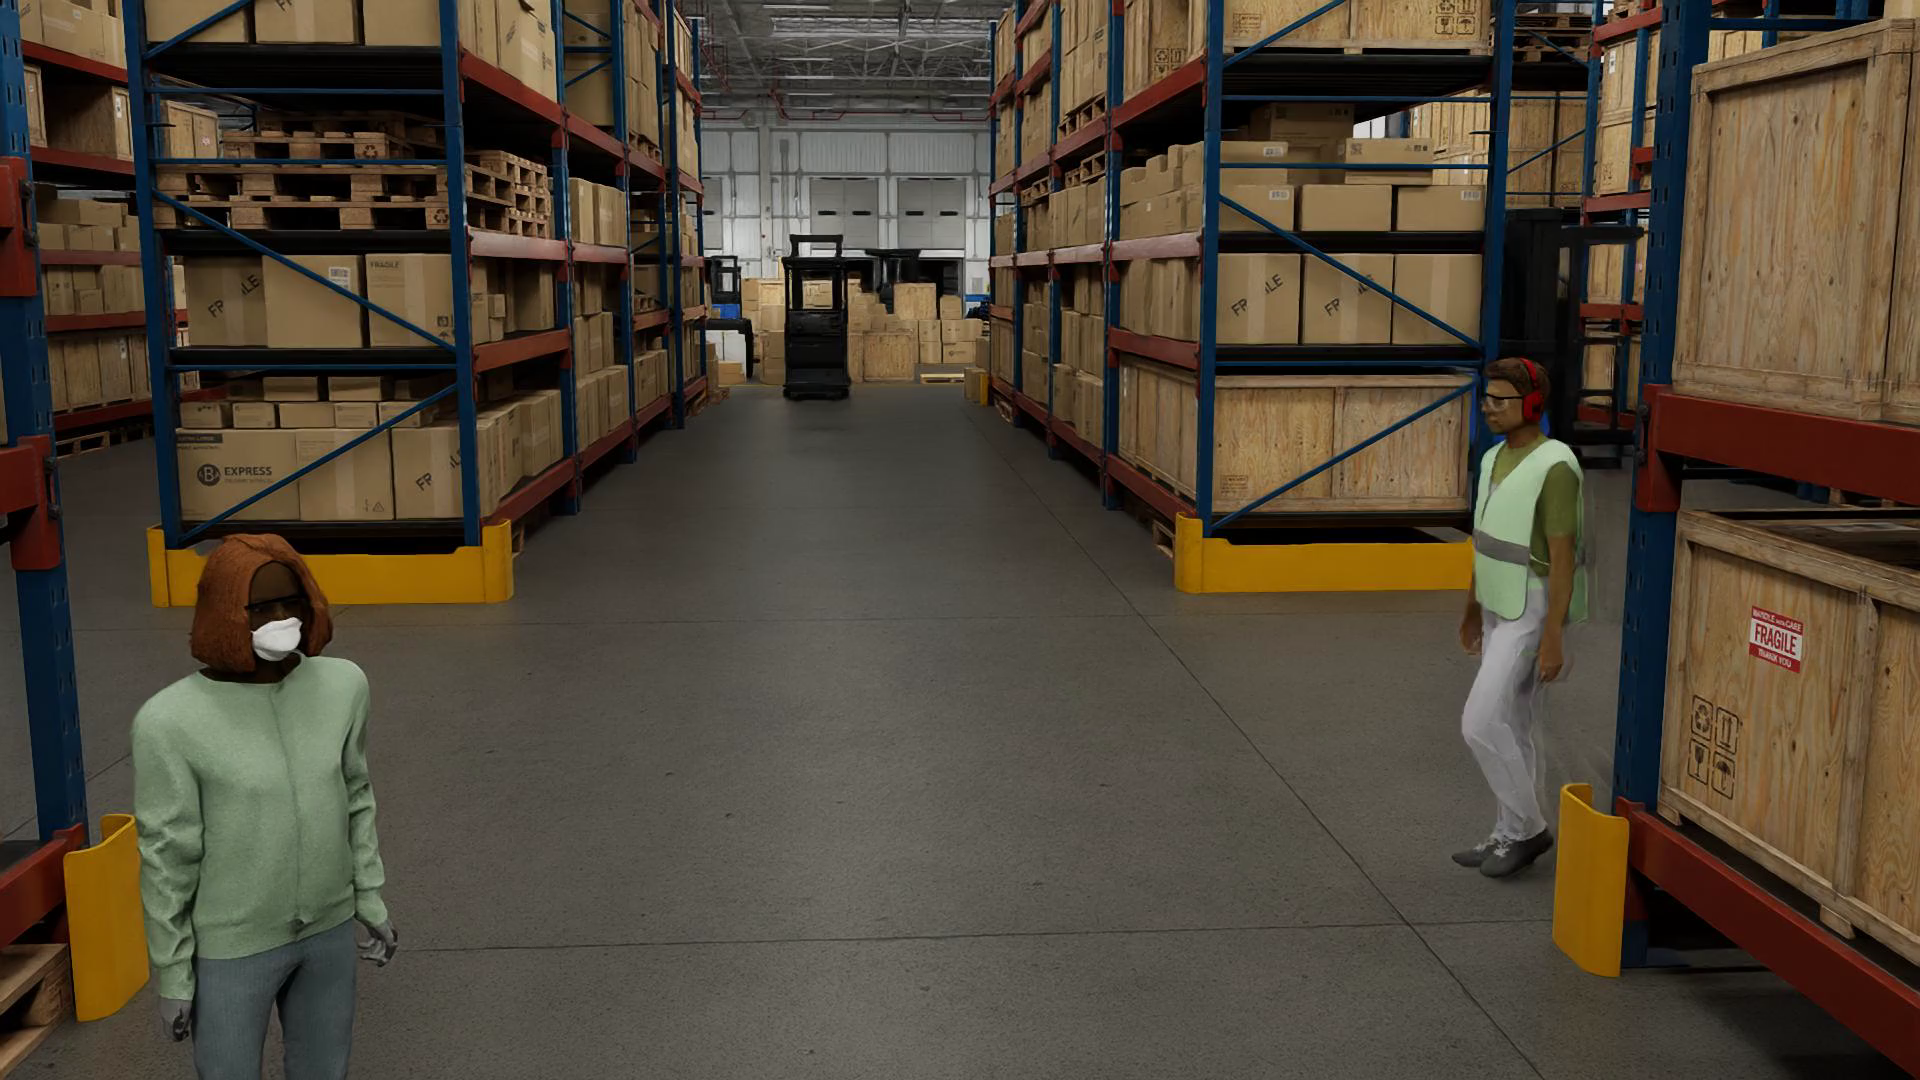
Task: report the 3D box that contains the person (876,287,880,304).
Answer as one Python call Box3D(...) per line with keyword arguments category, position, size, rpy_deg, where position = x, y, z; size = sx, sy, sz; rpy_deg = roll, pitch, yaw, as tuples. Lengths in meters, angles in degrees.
Box3D(category="person", position=(-3.075, -8.712, 62.752), size=(0.321, 1.693, 0.530), rpy_deg=(-3, 10, -18))

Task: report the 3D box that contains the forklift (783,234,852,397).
Box3D(category="forklift", position=(-2.489, -3.952, 29.143), size=(1.129, 2.768, 1.873), rpy_deg=(0, 9, -1))

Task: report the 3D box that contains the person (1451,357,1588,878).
Box3D(category="person", position=(1.932, 0.280, 5.833), size=(0.471, 1.832, 0.594), rpy_deg=(-1, 9, -3))

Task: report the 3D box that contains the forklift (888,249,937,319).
Box3D(category="forklift", position=(-1.524, -6.536, 45.370), size=(1.129, 2.768, 1.873), rpy_deg=(7, 11, 36))

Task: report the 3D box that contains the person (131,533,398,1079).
Box3D(category="person", position=(-1.343, 0.790, 3.269), size=(0.265, 1.632, 0.508), rpy_deg=(6, 11, 33))

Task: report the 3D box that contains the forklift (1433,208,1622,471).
Box3D(category="forklift", position=(6.137, -2.197, 18.123), size=(1.873, 2.768, 1.129), rpy_deg=(-1, 9, -4))

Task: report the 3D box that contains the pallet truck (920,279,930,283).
Box3D(category="pallet truck", position=(-0.932, -8.922, 63.114), size=(1.885, 1.965, 0.823), rpy_deg=(2, 9, 13))

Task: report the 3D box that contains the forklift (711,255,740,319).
Box3D(category="forklift", position=(-8.400, -8.787, 59.502), size=(1.129, 2.768, 1.873), rpy_deg=(-1, 9, -4))
